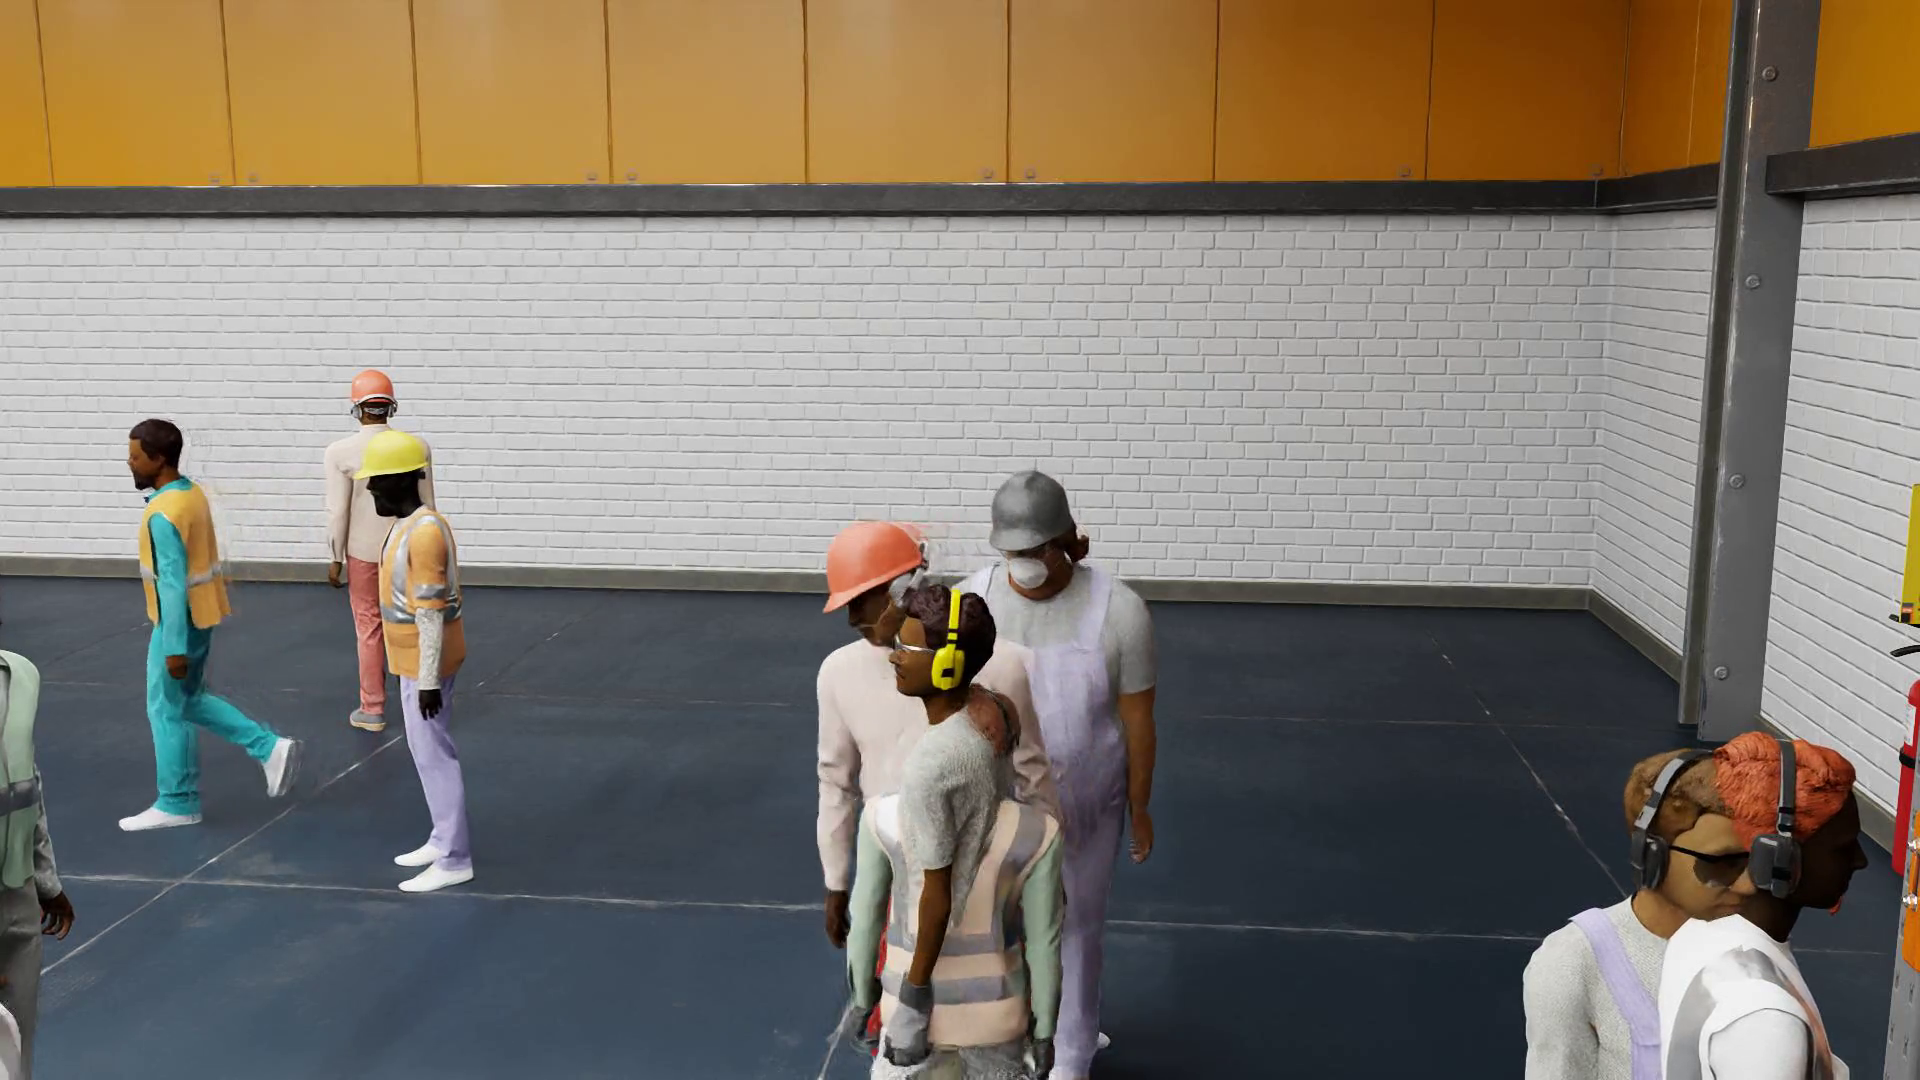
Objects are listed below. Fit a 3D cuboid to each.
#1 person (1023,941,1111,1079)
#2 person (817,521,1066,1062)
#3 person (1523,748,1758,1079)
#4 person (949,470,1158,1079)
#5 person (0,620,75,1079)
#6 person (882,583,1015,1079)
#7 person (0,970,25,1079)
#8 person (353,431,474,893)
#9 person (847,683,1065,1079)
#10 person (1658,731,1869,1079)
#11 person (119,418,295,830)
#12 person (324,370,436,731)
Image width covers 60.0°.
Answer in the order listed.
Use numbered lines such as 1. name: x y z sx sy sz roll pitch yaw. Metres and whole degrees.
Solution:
1. person: 0.318 0.908 5.359 0.307 1.639 0.525 6 12 31
2. person: -0.010 0.914 4.476 0.772 1.952 0.400 3 10 15
3. person: 1.178 1.246 2.846 0.506 1.844 0.344 -4 11 -24
4. person: 0.263 0.741 5.167 0.700 2.000 0.689 1 10 8
5. person: -2.578 0.947 4.335 0.392 1.922 0.593 1 10 7
6. person: -0.041 1.023 4.033 0.328 1.877 0.513 3 10 19
7. person: -1.588 1.324 2.404 0.854 1.857 0.588 -1 10 -5
8. person: -2.269 0.499 6.930 0.396 1.915 0.586 -5 11 -28
9. person: -0.021 1.171 3.932 0.531 1.611 0.566 1 10 5
10. person: 1.267 1.237 2.780 0.337 1.882 0.585 2 10 10
11. person: -3.516 0.382 7.626 0.678 1.902 0.607 -2 10 -12
12. person: -3.206 0.055 9.225 0.623 1.993 0.385 -9 13 -41
